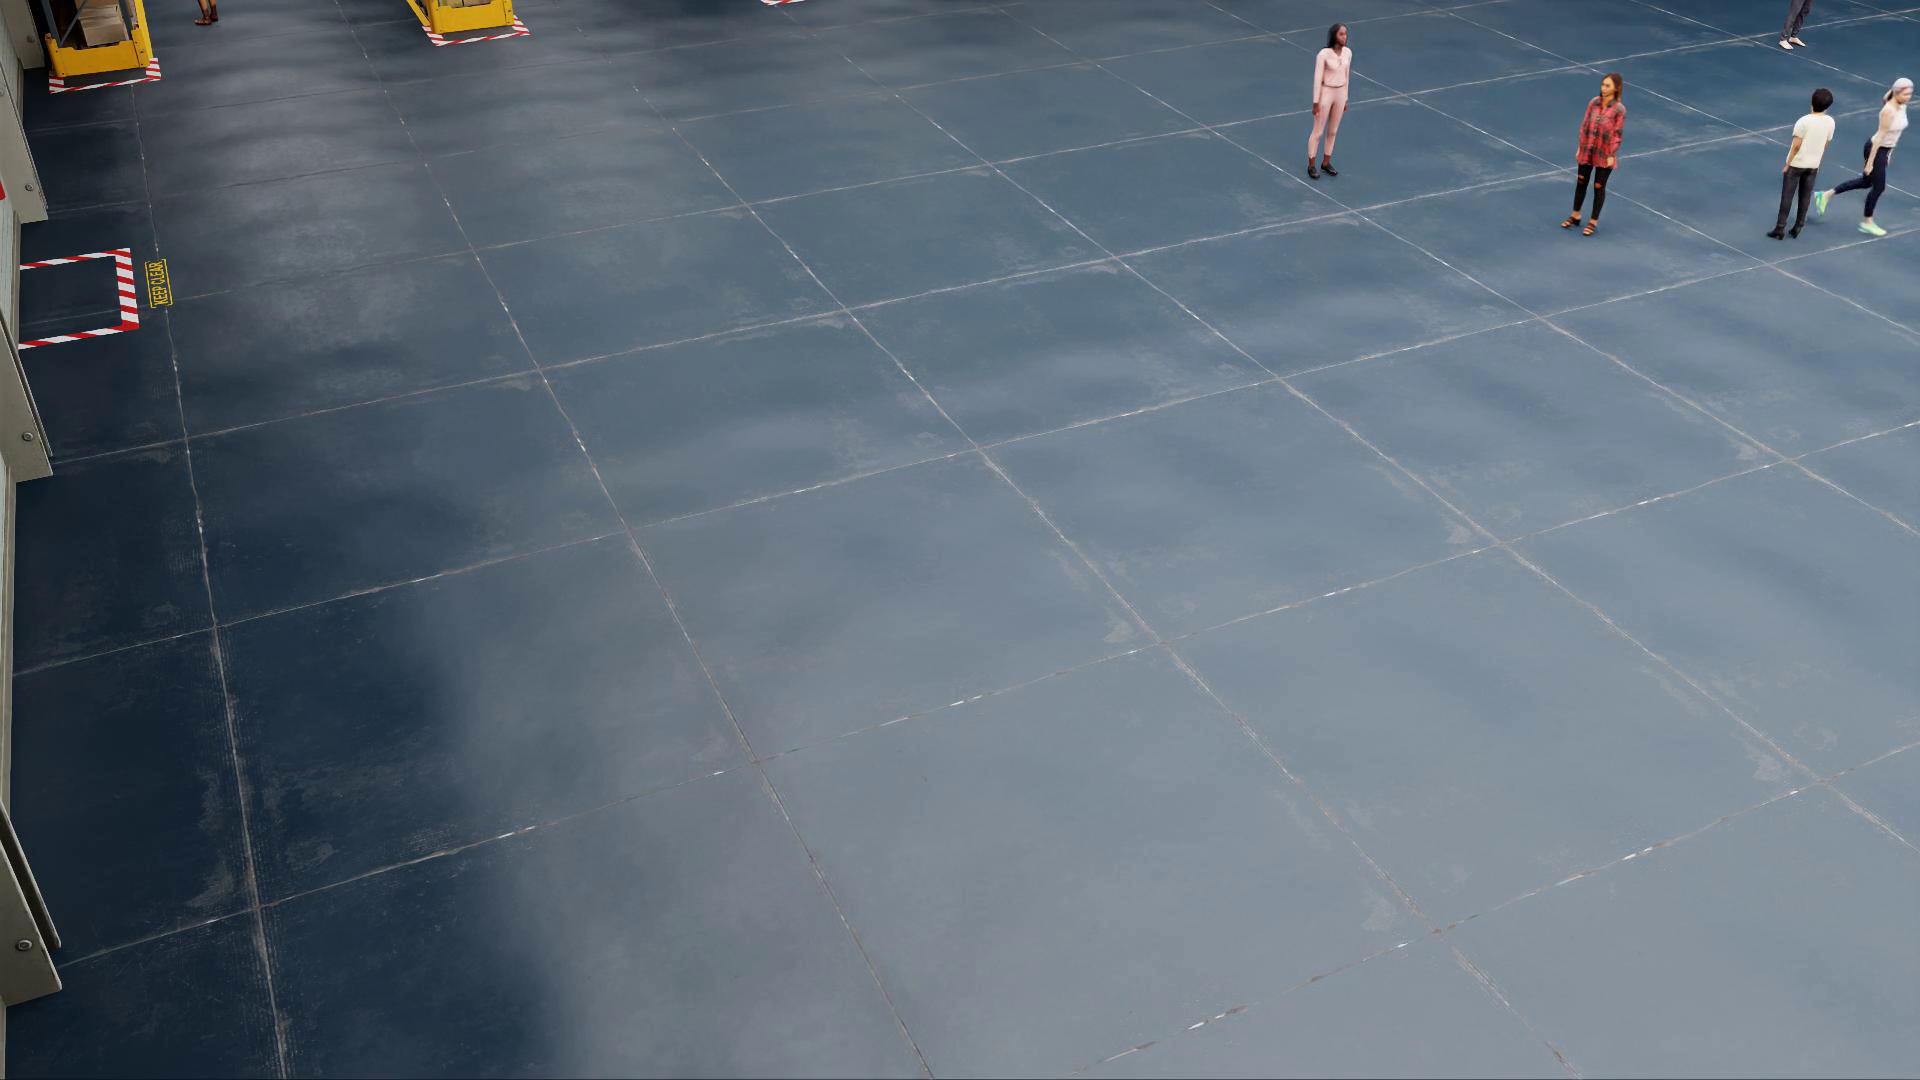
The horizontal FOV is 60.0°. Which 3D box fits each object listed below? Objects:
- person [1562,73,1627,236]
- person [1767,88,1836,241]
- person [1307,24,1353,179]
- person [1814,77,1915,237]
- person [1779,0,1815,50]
[{"bbox_3d":[6.671,-4.045,17.394,0.720,1.702,0.564,-23,40,-31],"label":"person"},{"bbox_3d":[8.756,-3.898,17.274,0.646,1.587,0.581,-4,33,-6],"label":"person"},{"bbox_3d":[4.177,-4.964,18.793,0.617,1.719,0.515,-14,35,-20],"label":"person"},{"bbox_3d":[9.494,-4.027,17.394,1.112,1.672,0.874,25,41,33],"label":"person"},{"bbox_3d":[11.745,-7.725,22.997,0.616,1.763,0.533,-18,37,-25],"label":"person"}]
